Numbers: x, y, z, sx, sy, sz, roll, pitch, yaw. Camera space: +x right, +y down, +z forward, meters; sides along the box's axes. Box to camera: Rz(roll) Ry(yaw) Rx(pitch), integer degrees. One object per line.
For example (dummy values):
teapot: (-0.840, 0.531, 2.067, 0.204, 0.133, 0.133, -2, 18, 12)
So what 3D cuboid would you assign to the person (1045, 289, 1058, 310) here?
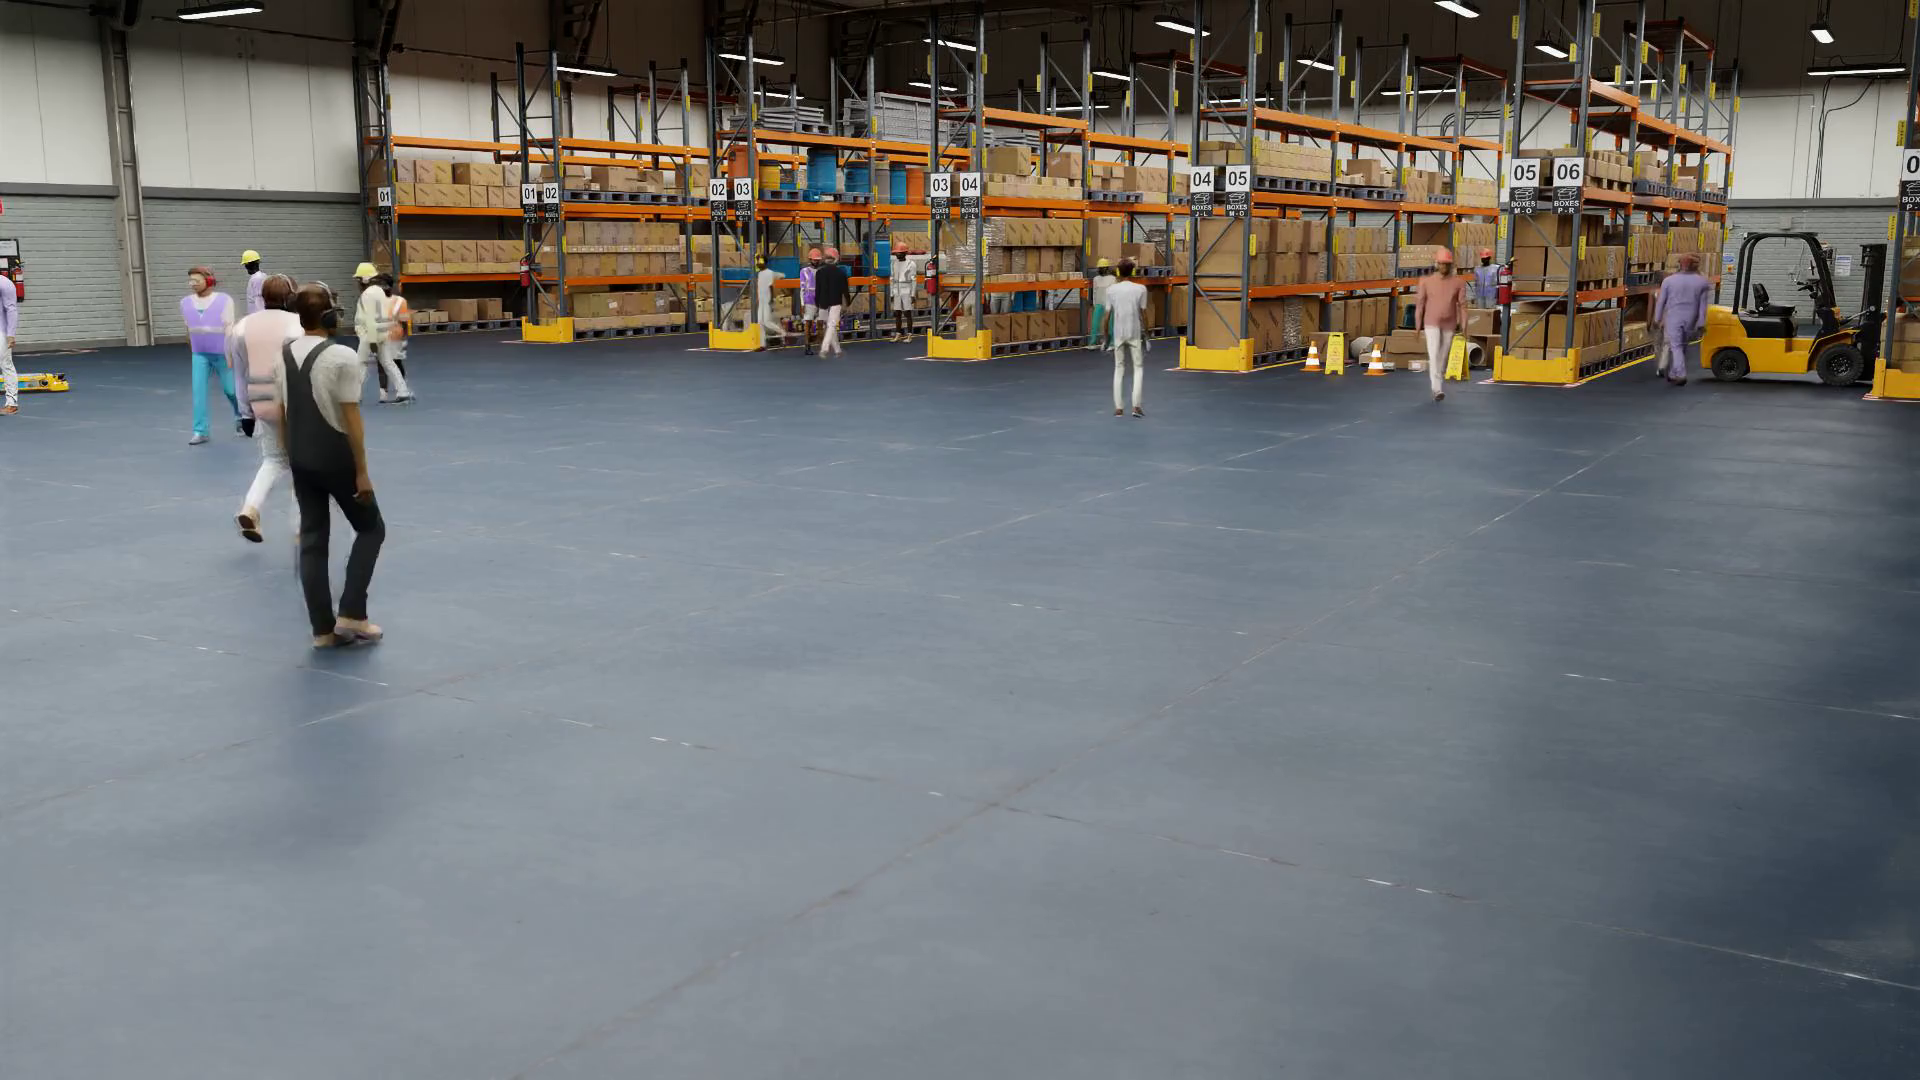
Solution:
person: (2.094, -5.925, 39.358, 0.533, 1.870, 0.315, 7, 12, 36)

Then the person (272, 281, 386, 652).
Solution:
person: (-3.110, -0.361, 8.289, 0.539, 1.832, 0.482, 3, 11, 19)

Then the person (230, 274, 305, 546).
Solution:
person: (-4.494, -0.841, 11.013, 0.632, 1.824, 0.549, 2, 10, 13)

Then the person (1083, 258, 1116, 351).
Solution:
person: (2.650, -4.385, 31.128, 0.528, 1.733, 0.845, 6, 12, 32)

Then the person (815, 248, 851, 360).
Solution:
person: (-2.249, -4.139, 29.145, 0.635, 1.952, 1.019, 5, 11, 25)

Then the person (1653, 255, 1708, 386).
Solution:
person: (10.327, -3.145, 23.836, 0.650, 1.868, 0.996, 0, 10, 1)

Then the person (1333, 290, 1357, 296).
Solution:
person: (8.400, -5.257, 36.296, 0.513, 1.630, 0.318, 3, 11, 16)

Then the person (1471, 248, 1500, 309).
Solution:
person: (10.838, -5.057, 34.345, 0.580, 1.917, 0.419, 7, 13, 36)

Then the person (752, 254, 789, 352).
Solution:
person: (-3.594, -4.437, 31.134, 0.662, 1.832, 0.565, -7, 12, -35)

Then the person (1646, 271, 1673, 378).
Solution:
person: (10.671, -3.265, 25.199, 0.518, 1.609, 0.811, 6, 12, 29)

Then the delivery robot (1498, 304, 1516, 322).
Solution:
delivery robot: (13.098, -5.489, 40.331, 0.707, 0.478, 0.477, -1, 10, -8)

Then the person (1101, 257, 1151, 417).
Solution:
person: (1.934, -2.357, 19.380, 0.584, 1.869, 0.345, 2, 10, 13)

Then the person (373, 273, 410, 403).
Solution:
person: (-7.332, -2.607, 21.365, 0.543, 1.656, 0.848, -2, 10, -9)

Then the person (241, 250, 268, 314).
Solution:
person: (-10.371, -3.309, 24.572, 0.381, 1.917, 0.585, -3, 11, -16)

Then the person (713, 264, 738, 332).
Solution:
person: (-4.796, -4.798, 33.818, 0.528, 1.588, 0.837, 8, 13, 38)

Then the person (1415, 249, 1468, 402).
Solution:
person: (6.189, -2.745, 21.335, 0.642, 1.937, 1.008, 1, 10, 4)

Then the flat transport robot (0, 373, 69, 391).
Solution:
flat transport robot: (-12.926, -2.127, 22.562, 1.431, 0.197, 0.652, -6, 12, -30)

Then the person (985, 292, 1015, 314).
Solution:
person: (0.806, -4.812, 32.969, 0.624, 1.931, 0.371, 0, 10, 1)

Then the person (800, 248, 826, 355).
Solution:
person: (-2.633, -4.319, 30.217, 0.541, 1.930, 0.386, -3, 10, -14)

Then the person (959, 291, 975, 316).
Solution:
person: (0.211, -4.709, 33.257, 0.491, 1.609, 0.619, 1, 10, 7)

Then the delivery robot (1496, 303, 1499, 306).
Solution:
delivery robot: (13.221, -5.592, 40.911, 0.477, 0.478, 0.707, -1, 10, -7)

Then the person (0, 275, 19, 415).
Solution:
person: (-11.409, -2.432, 19.612, 0.628, 1.935, 0.373, 2, 10, 10)

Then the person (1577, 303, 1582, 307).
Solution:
person: (14.954, -6.115, 40.336, 0.571, 1.899, 0.845, -2, 10, -9)

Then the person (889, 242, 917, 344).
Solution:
person: (-1.165, -4.984, 33.606, 0.609, 2.040, 0.394, 6, 12, 32)

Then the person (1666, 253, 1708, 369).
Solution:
person: (11.608, -3.656, 26.674, 0.669, 1.871, 0.496, 1, 10, 8)

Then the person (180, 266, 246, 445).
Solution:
person: (-7.646, -1.908, 17.063, 0.574, 1.805, 0.923, 0, 10, 1)

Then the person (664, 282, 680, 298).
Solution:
person: (-6.855, -5.809, 39.476, 0.515, 1.596, 0.842, 6, 12, 31)

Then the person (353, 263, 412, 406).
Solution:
person: (-7.285, -2.540, 20.641, 0.922, 1.786, 0.611, 0, 10, 0)
